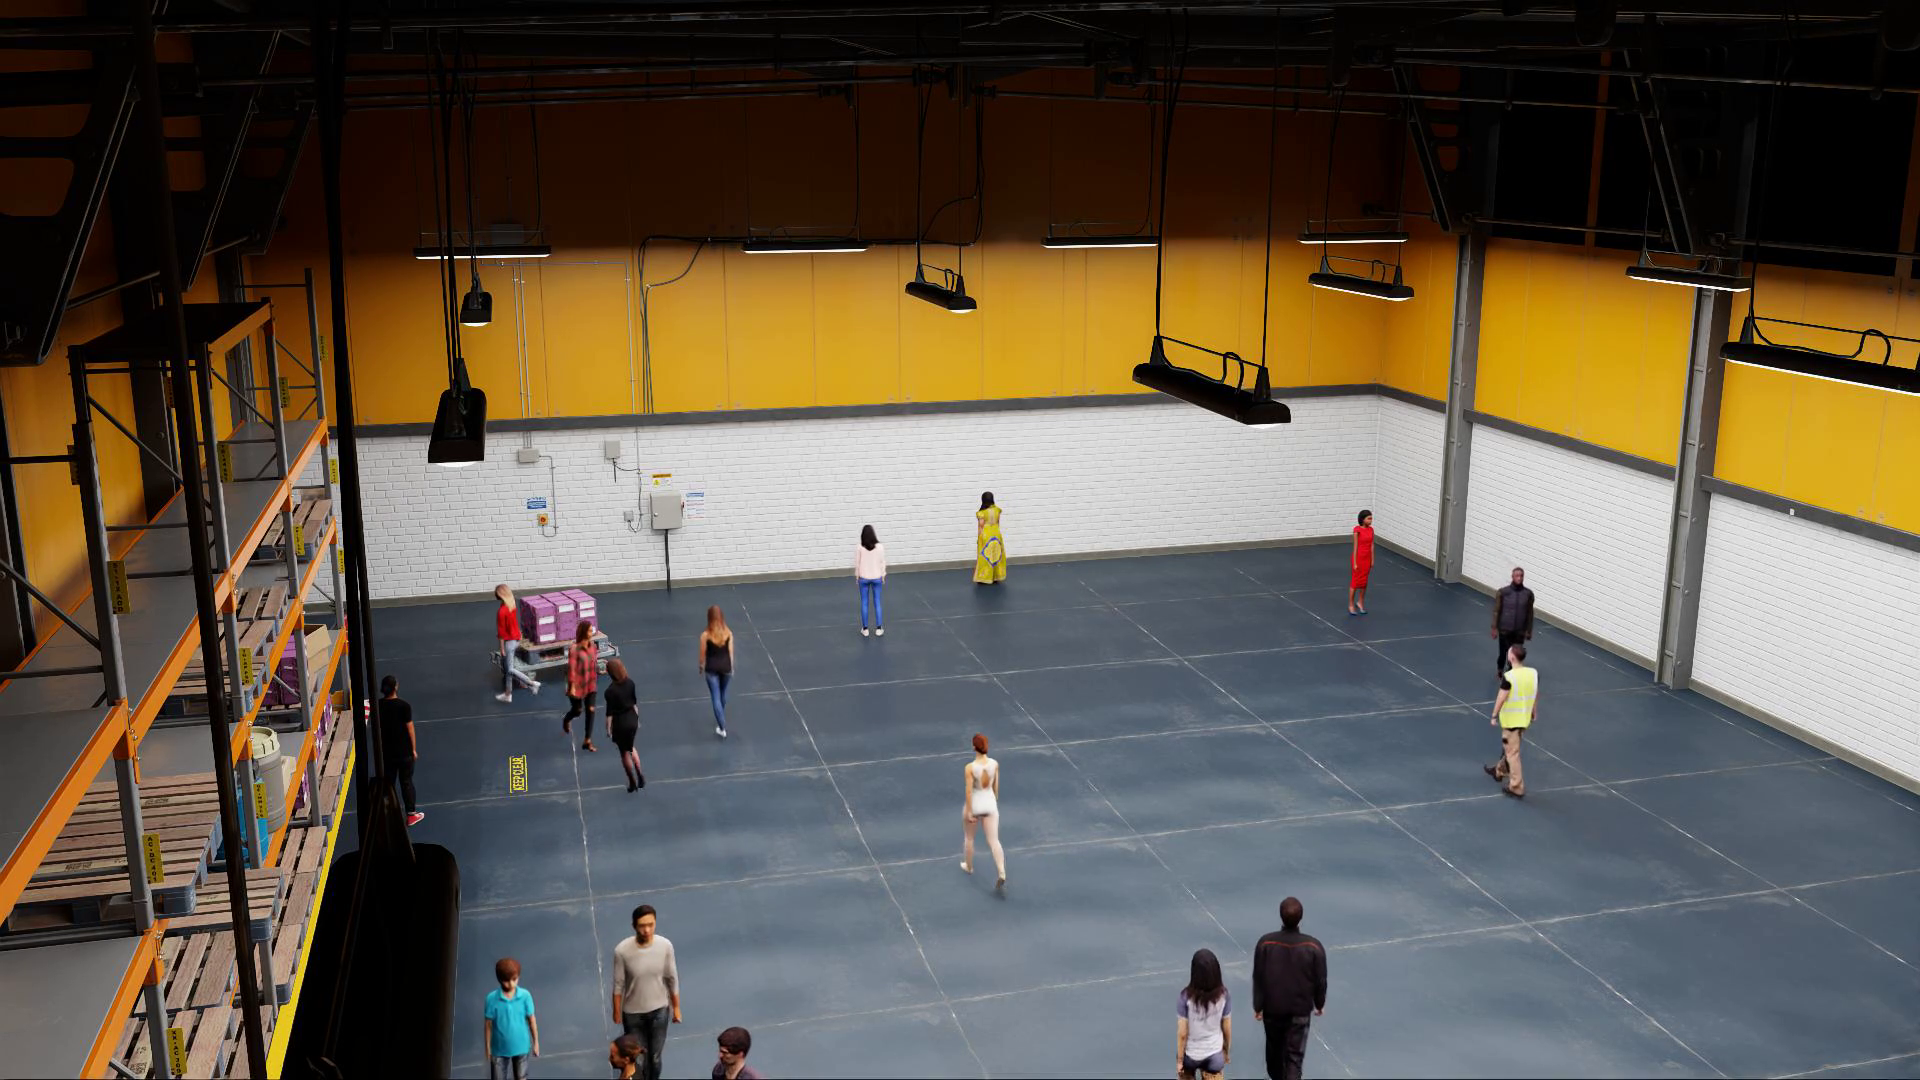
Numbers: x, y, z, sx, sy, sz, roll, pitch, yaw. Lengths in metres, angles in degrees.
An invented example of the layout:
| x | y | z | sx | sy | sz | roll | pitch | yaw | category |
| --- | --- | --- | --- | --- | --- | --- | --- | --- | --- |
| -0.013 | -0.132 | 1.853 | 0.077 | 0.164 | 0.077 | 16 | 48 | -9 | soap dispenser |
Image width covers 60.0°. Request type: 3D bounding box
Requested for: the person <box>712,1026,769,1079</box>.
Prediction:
| x | y | z | sx | sy | sz | roll | pitch | yaw | category |
| --- | --- | --- | --- | --- | --- | --- | --- | --- | --- |
| -1.488 | 4.133 | 11.286 | 0.730 | 1.848 | 0.811 | 9 | 17 | 34 | person |

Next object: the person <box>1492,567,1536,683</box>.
| x | y | z | sx | sy | sz | roll | pitch | yaw | category |
| --- | --- | --- | --- | --- | --- | --- | --- | --- | --- |
| 7.703 | 1.253 | 23.231 | 0.895 | 1.824 | 1.020 | 1 | 14 | 5 | person |

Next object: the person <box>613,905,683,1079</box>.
| x | y | z | sx | sy | sz | roll | pitch | yaw | category |
| --- | --- | --- | --- | --- | --- | --- | --- | --- | --- |
| -2.520 | 3.688 | 13.217 | 0.697 | 1.803 | 0.643 | -5 | 15 | -20 | person |

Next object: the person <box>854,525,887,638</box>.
| x | y | z | sx | sy | sz | roll | pitch | yaw | category |
| --- | --- | --- | --- | --- | --- | --- | --- | --- | --- |
| -1.402 | 0.622 | 25.955 | 0.690 | 1.768 | 0.617 | -1 | 14 | -3 | person |

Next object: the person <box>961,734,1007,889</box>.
| x | y | z | sx | sy | sz | roll | pitch | yaw | category |
| --- | --- | --- | --- | --- | --- | --- | --- | --- | --- |
| 0.268 | 2.817 | 17.219 | 0.616 | 1.613 | 1.031 | -5 | 14 | -20 | person |

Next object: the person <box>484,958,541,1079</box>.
| x | y | z | sx | sy | sz | roll | pitch | yaw | category |
| --- | --- | --- | --- | --- | --- | --- | --- | --- | --- |
| -3.535 | 3.918 | 13.036 | 0.574 | 1.443 | 0.612 | -5 | 14 | -20 | person |

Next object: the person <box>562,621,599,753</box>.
| x | y | z | sx | sy | sz | roll | pitch | yaw | category |
| --- | --- | --- | --- | --- | --- | --- | --- | --- | --- |
| -4.835 | 1.849 | 21.086 | 1.028 | 1.676 | 0.913 | 12 | 18 | 40 | person |

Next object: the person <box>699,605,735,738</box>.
| x | y | z | sx | sy | sz | roll | pitch | yaw | category |
| --- | --- | --- | --- | --- | --- | --- | --- | --- | --- |
| -3.122 | 1.734 | 21.569 | 0.709 | 1.672 | 1.088 | -6 | 15 | -24 | person |

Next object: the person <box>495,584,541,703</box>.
| x | y | z | sx | sy | sz | roll | pitch | yaw | category |
| --- | --- | --- | --- | --- | --- | --- | --- | --- | --- |
| -6.092 | 1.446 | 22.743 | 0.939 | 1.678 | 0.989 | 3 | 14 | 12 | person |

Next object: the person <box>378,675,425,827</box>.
| x | y | z | sx | sy | sz | roll | pitch | yaw | category |
| --- | --- | --- | --- | --- | --- | --- | --- | --- | --- |
| -6.366 | 2.369 | 18.762 | 0.697 | 1.758 | 0.678 | 1 | 14 | 3 | person |

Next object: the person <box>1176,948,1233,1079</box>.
| x | y | z | sx | sy | sz | roll | pitch | yaw | category |
| --- | --- | --- | --- | --- | --- | --- | --- | --- | --- |
| 1.840 | 3.920 | 12.478 | 0.667 | 1.701 | 1.122 | -2 | 14 | -9 | person |

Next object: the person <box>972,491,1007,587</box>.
| x | y | z | sx | sy | sz | roll | pitch | yaw | category |
| --- | --- | --- | --- | --- | --- | --- | --- | --- | --- |
| 0.503 | -0.040 | 28.920 | 0.970 | 1.660 | 0.945 | -10 | 17 | -35 | person |

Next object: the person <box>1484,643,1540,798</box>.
| x | y | z | sx | sy | sz | roll | pitch | yaw | category |
| --- | --- | --- | --- | --- | --- | --- | --- | --- | --- |
| 6.564 | 2.139 | 19.591 | 0.849 | 1.815 | 1.086 | -7 | 15 | -25 | person |

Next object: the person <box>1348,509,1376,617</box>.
| x | y | z | sx | sy | sz | roll | pitch | yaw | category |
| --- | --- | --- | --- | --- | --- | --- | --- | --- | --- |
| 6.538 | 0.353 | 27.126 | 0.617 | 1.741 | 0.570 | -7 | 15 | -26 | person |

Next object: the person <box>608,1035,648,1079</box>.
| x | y | z | sx | sy | sz | roll | pitch | yaw | category |
| --- | --- | --- | --- | --- | --- | --- | --- | --- | --- |
| -2.240 | 4.176 | 11.491 | 0.642 | 1.669 | 0.462 | -3 | 14 | -12 | person |

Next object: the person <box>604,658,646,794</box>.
| x | y | z | sx | sy | sz | roll | pitch | yaw | category |
| --- | --- | --- | --- | --- | --- | --- | --- | --- | --- |
| -3.886 | 2.220 | 19.529 | 0.822 | 1.687 | 0.769 | 12 | 18 | 41 | person |

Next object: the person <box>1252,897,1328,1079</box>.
| x | y | z | sx | sy | sz | roll | pitch | yaw | category |
| --- | --- | --- | --- | --- | --- | --- | --- | --- | --- |
| 2.571 | 3.731 | 13.064 | 1.113 | 1.793 | 1.308 | 3 | 14 | 14 | person |
